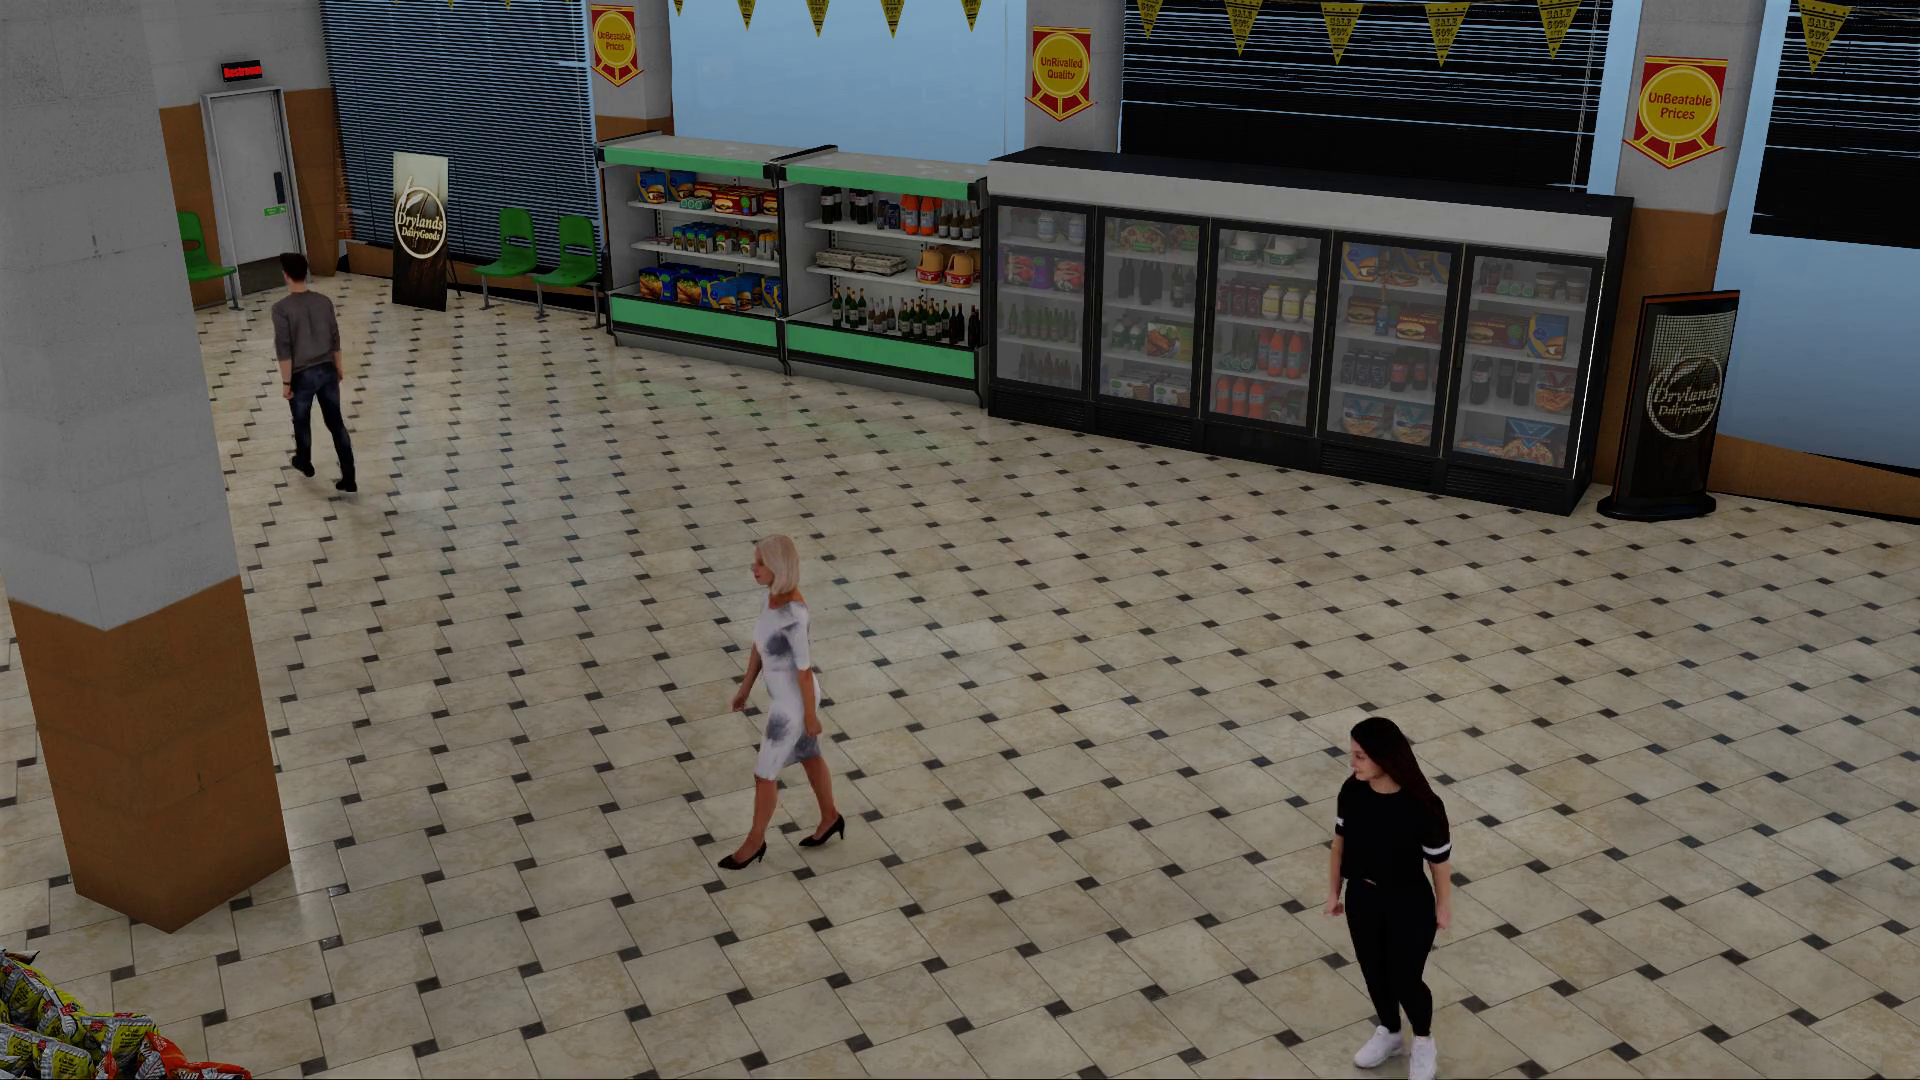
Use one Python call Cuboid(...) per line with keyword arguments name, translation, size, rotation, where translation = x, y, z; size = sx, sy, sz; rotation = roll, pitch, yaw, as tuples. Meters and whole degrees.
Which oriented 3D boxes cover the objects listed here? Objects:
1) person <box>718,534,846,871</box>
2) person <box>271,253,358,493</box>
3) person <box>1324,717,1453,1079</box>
Cuboid(name="person", translation=(-0.741, 0.770, 8.088), size=(0.957, 1.721, 0.924), rotation=(-7, 23, -17))
Cuboid(name="person", translation=(-4.971, -1.235, 12.899), size=(0.966, 1.855, 1.312), rotation=(-19, 29, -39))
Cuboid(name="person", translation=(1.748, 1.428, 6.612), size=(0.644, 1.599, 0.779), rotation=(11, 24, 26))
